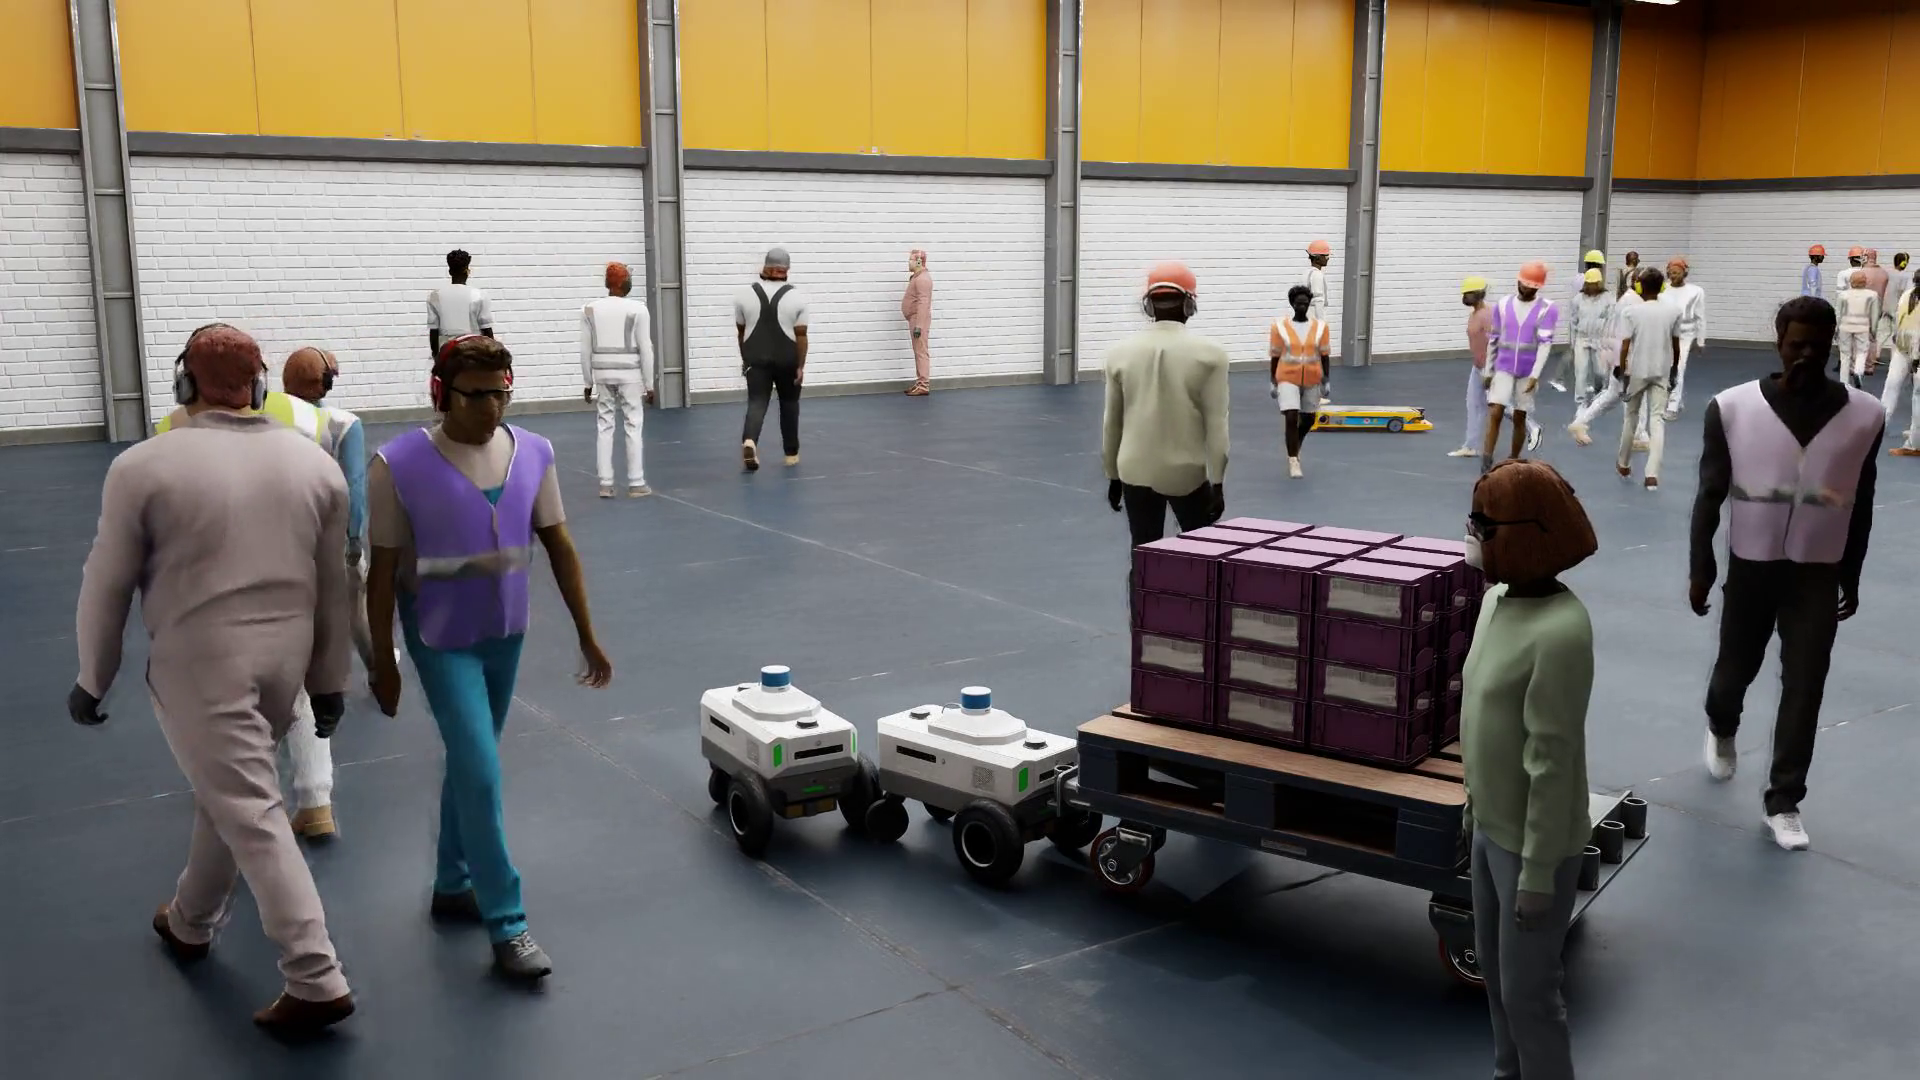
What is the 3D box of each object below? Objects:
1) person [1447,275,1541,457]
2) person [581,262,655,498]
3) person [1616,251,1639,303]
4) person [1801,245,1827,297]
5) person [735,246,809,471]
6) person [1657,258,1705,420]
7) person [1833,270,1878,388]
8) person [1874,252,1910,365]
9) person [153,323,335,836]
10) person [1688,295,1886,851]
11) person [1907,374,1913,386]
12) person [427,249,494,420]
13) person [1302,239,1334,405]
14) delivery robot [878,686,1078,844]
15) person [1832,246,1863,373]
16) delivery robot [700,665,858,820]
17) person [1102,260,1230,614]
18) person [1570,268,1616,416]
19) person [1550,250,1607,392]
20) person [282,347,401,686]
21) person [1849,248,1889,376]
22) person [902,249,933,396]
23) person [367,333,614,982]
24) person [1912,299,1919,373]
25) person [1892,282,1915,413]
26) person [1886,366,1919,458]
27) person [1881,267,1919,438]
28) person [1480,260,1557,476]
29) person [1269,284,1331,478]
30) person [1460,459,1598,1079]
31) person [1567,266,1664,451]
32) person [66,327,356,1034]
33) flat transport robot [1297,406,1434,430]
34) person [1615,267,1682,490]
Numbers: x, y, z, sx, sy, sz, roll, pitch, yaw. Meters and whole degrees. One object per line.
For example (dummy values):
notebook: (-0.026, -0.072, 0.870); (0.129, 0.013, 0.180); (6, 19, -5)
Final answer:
person: (5.041, -1.628, 15.643); (0.766, 1.729, 0.542); (-1, 10, -3)
person: (-2.723, -1.254, 13.247); (0.600, 1.895, 0.417); (2, 10, 9)
person: (11.167, -3.894, 27.797); (0.341, 1.839, 0.501); (-4, 11, -22)
person: (14.827, -4.156, 28.941); (0.358, 1.938, 0.542); (3, 11, 16)
person: (-1.682, -1.643, 14.879); (0.684, 2.000, 0.899); (1, 10, 5)
person: (8.239, -2.321, 19.150); (0.617, 1.854, 0.842); (7, 12, 32)
person: (12.054, -2.816, 22.423); (0.531, 1.626, 0.437); (5, 12, 27)
person: (15.083, -3.712, 26.811); (0.647, 1.827, 0.593); (-3, 11, -17)
person: (-2.501, 0.132, 5.877); (0.608, 1.788, 0.995); (-7, 13, -35)
person: (2.910, 0.068, 5.948); (0.600, 1.889, 0.881); (2, 11, 13)
person: (13.370, -2.892, 22.921); (0.727, 1.599, 0.496); (-3, 11, -17)
person: (-4.585, -1.692, 15.353); (0.606, 1.966, 0.367); (0, 10, -2)
person: (4.412, -2.690, 20.612); (0.372, 2.044, 0.608); (-1, 10, -3)
delivery robot: (0.052, 0.740, 5.633); (0.707, 0.478, 0.477); (9, 14, 41)
person: (13.674, -3.524, 25.476); (0.542, 1.937, 0.360); (2, 10, 9)
delivery robot: (-0.652, 0.690, 5.910); (0.477, 0.478, 0.707); (-6, 12, -30)
person: (0.970, -0.307, 7.744); (0.642, 1.965, 0.605); (5, 11, 24)
person: (7.389, -2.319, 19.459); (0.491, 1.726, 0.604); (4, 11, 21)
person: (8.359, -2.934, 22.397); (0.803, 1.900, 0.604); (8, 13, 38)
person: (-2.824, -0.049, 7.365); (0.519, 1.596, 0.836); (1, 10, 4)
person: (13.526, -3.400, 24.887); (0.642, 1.906, 0.410); (-5, 11, -25)
person: (-0.562, -2.855, 21.877); (0.411, 1.913, 0.643); (-1, 10, -5)
person: (-1.331, 0.317, 4.768); (0.832, 1.797, 0.605); (8, 13, 36)
person: (9.648, -1.828, 16.273); (0.561, 1.910, 0.586); (-10, 14, -44)
person: (11.412, -2.418, 19.590); (0.709, 1.873, 0.649); (3, 11, 18)
person: (9.227, -1.670, 15.428); (0.881, 1.907, 0.623); (10, 14, 44)
person: (9.736, -1.907, 17.024); (0.894, 1.791, 0.675); (-3, 11, -17)
person: (4.665, -1.396, 13.966); (0.582, 1.880, 0.796); (6, 12, 29)
person: (2.959, -1.407, 14.589); (0.534, 1.669, 0.739); (0, 10, -1)
person: (1.176, 0.636, 3.532); (0.280, 1.624, 0.493); (0, 10, 0)
person: (6.463, -1.781, 16.310); (0.870, 1.808, 0.648); (5, 11, 24)
person: (-1.964, 0.354, 4.498); (1.050, 1.839, 0.642); (6, 12, 31)
flat transport robot: (4.337, -1.325, 17.989); (1.431, 0.197, 0.652); (1, 10, 5)
person: (5.772, -1.365, 13.972); (0.534, 1.816, 0.992); (2, 11, 12)
